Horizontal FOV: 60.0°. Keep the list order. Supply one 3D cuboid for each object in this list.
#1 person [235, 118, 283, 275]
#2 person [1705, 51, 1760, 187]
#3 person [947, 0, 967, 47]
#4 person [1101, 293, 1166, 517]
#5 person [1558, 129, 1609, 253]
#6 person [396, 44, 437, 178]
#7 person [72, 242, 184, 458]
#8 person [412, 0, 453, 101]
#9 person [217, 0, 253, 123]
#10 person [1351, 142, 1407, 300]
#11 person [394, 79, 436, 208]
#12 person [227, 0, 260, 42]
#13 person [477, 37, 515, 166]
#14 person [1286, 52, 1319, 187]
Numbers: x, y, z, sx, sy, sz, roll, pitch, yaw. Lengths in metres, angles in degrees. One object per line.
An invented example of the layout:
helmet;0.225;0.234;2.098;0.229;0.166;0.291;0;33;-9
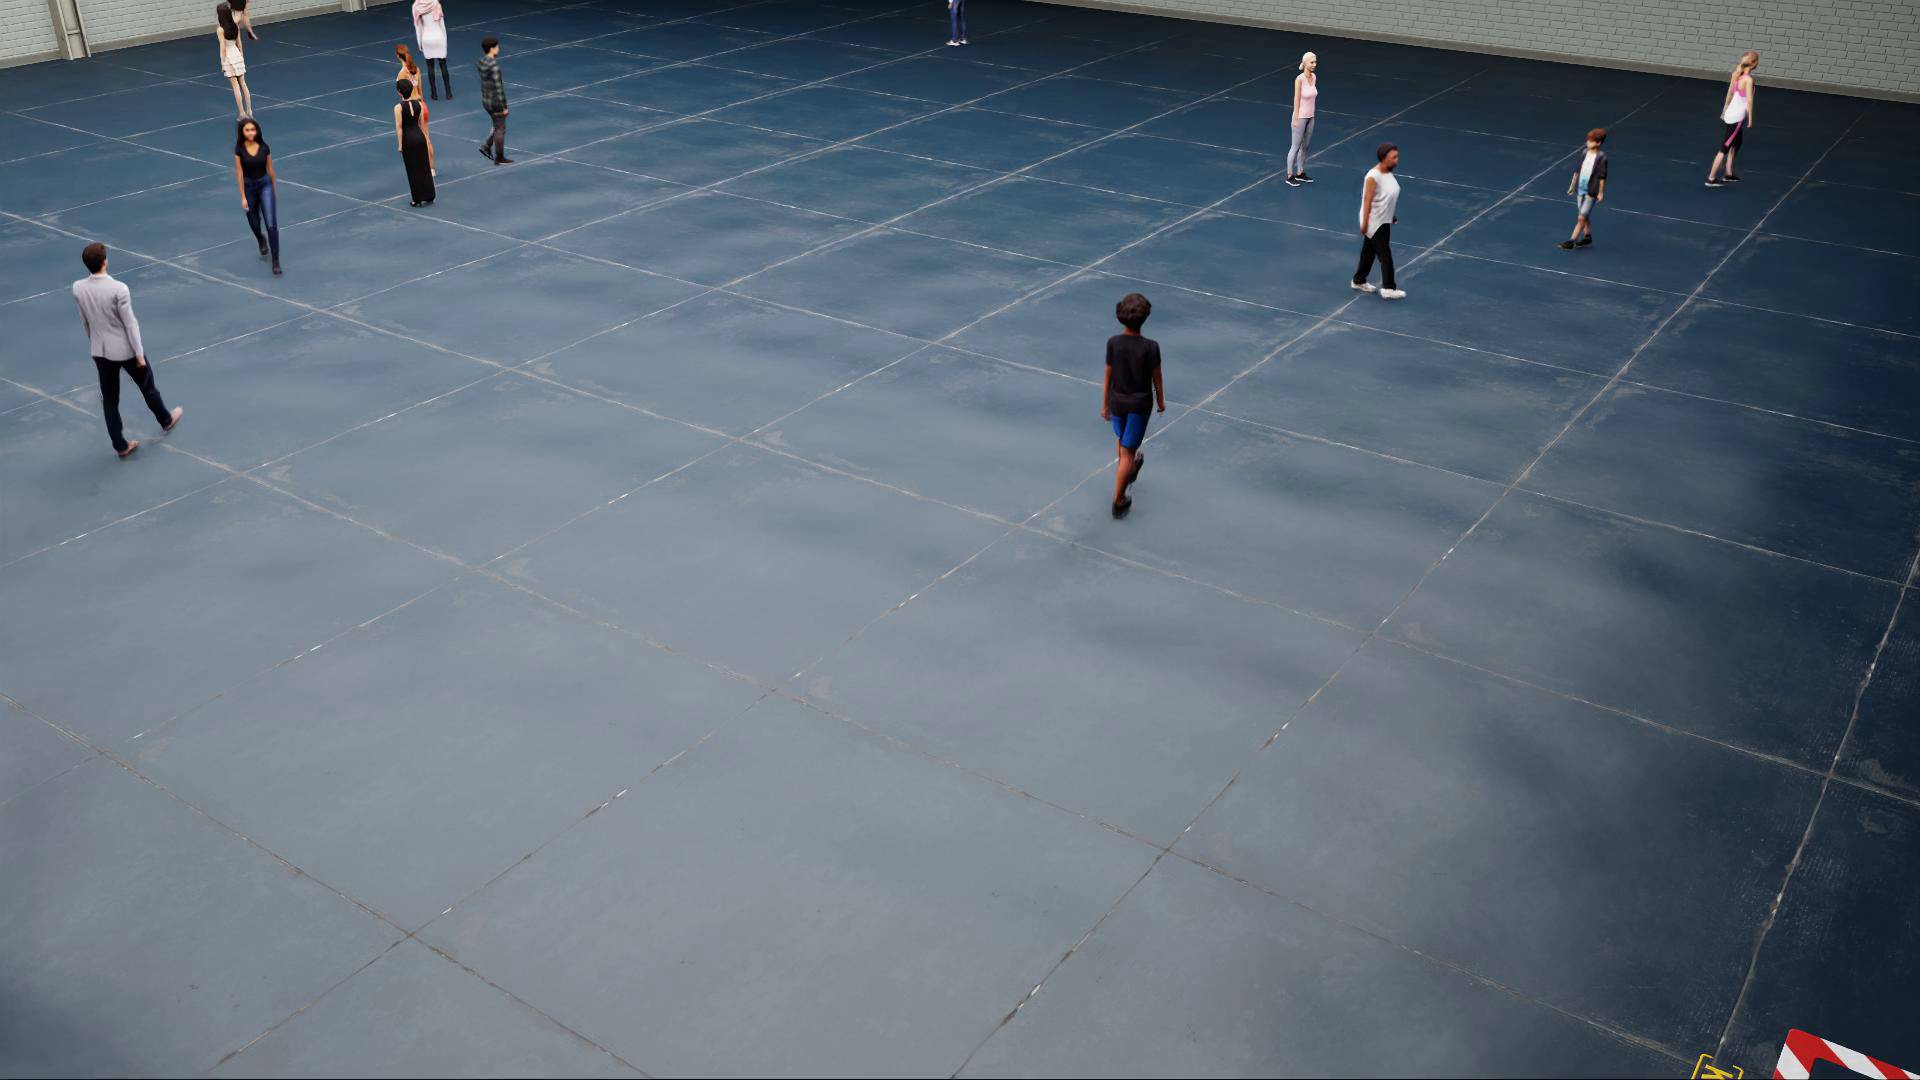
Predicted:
person;-7.989;-3.930;18.898;1.128;1.711;1.000;-13;30;-23
person;10.134;-5.537;21.955;0.904;1.768;0.848;-3;27;-5
person;-0.059;-10.008;30.871;0.611;1.556;0.462;21;34;35
person;1.327;-1.032;13.222;0.684;1.755;1.102;14;30;25
person;7.447;-4.116;19.577;0.957;1.420;0.800;-13;30;-23
person;-7.311;-5.747;22.340;0.678;1.789;0.540;10;29;18
person;-7.272;-1.584;14.224;1.036;1.819;1.199;2;27;5
person;-8.457;-7.990;26.685;0.706;1.800;0.789;-8;28;-15
person;-11.071;-7.271;25.360;0.666;1.736;0.518;12;29;21
person;4.495;-3.495;18.098;0.782;1.671;0.859;13;30;24
person;-6.977;-5.071;21.235;0.617;1.601;0.447;17;32;30
person;-13.400;-9.968;30.657;0.700;1.682;1.052;16;31;29
person;-6.341;-5.892;22.353;0.784;1.703;0.797;-19;33;-32
person;4.577;-5.632;22.187;0.535;1.726;0.661;-21;34;-35
